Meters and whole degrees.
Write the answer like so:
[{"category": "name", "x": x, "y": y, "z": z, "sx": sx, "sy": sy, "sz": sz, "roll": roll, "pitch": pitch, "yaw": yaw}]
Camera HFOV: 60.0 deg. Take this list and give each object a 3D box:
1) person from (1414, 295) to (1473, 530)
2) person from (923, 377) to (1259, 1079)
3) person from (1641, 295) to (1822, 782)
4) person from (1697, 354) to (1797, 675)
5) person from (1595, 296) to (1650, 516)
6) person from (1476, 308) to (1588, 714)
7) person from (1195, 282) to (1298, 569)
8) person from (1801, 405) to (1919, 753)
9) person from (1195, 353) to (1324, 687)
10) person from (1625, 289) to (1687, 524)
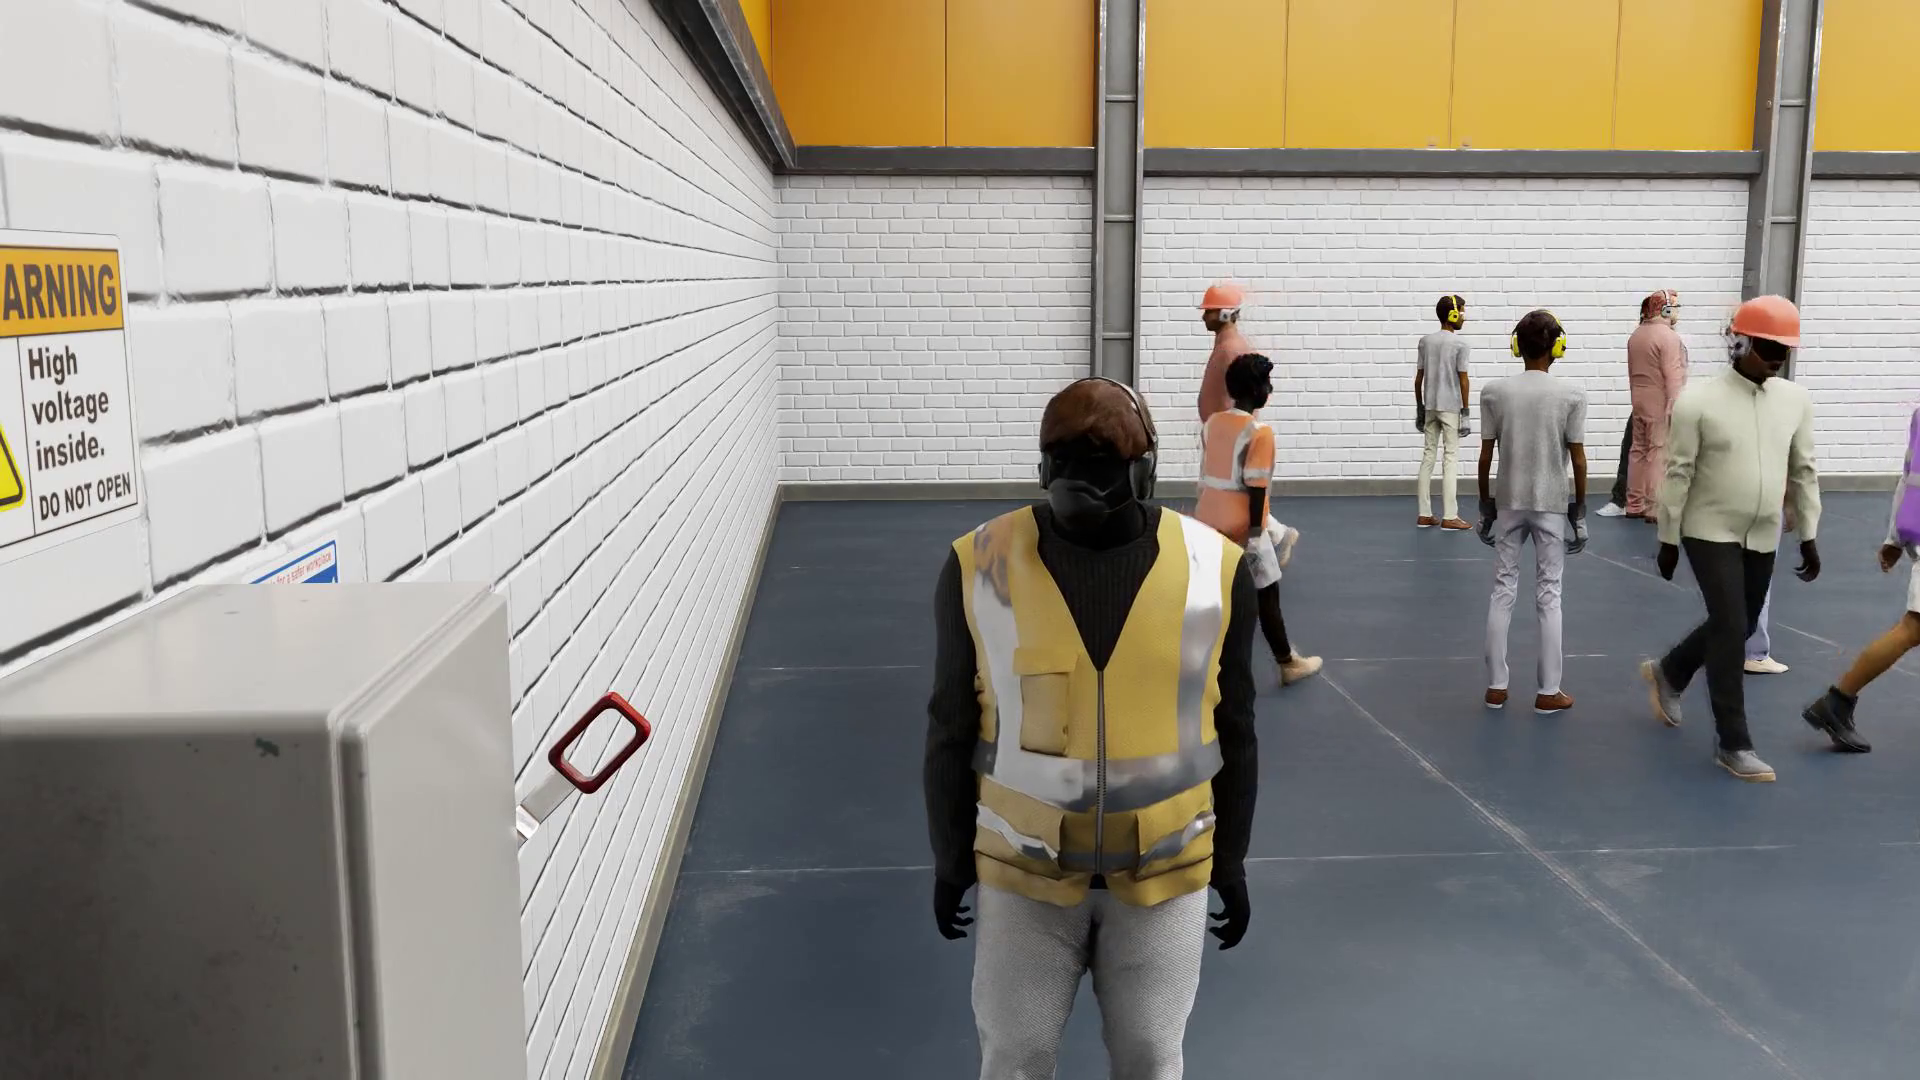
[{"category": "person", "x": 3.854, "y": -1.009, "z": 13.259, "sx": 0.335, "sy": 1.863, "sz": 0.520, "roll": -6, "pitch": 11, "yaw": -35}, {"category": "person", "x": 0.247, "y": 0.613, "z": 3.137, "sx": 0.634, "sy": 1.839, "sz": 0.429, "roll": 0, "pitch": 9, "yaw": 1}, {"category": "person", "x": 3.189, "y": -0.048, "z": 6.962, "sx": 0.635, "sy": 1.955, "sz": 0.923, "roll": -2, "pitch": 9, "yaw": -11}, {"category": "person", "x": 4.019, "y": -0.199, "z": 8.479, "sx": 0.313, "sy": 1.767, "sz": 0.523, "roll": -6, "pitch": 11, "yaw": -33}, {"category": "person", "x": 5.878, "y": -1.114, "z": 13.987, "sx": 1.008, "sy": 1.874, "sz": 0.598, "roll": -3, "pitch": 9, "yaw": -17}, {"category": "person", "x": 2.653, "y": -0.125, "z": 7.712, "sx": 0.511, "sy": 1.862, "sz": 0.328, "roll": 5, "pitch": 11, "yaw": 31}, {"category": "person", "x": 1.831, "y": -0.707, "z": 10.988, "sx": 0.725, "sy": 1.977, "sz": 0.612, "roll": 0, "pitch": 9, "yaw": 0}, {"category": "person", "x": 4.079, "y": -0.029, "z": 7.073, "sx": 0.905, "sy": 1.893, "sz": 0.566, "roll": 1, "pitch": 9, "yaw": 5}, {"category": "person", "x": 1.362, "y": -0.074, "z": 8.026, "sx": 0.867, "sy": 1.645, "sz": 0.543, "roll": -5, "pitch": 10, "yaw": -29}, {"category": "person", "x": 5.717, "y": -1.088, "z": 13.612, "sx": 0.410, "sy": 1.909, "sz": 0.643, "roll": -1, "pitch": 9, "yaw": -8}]
